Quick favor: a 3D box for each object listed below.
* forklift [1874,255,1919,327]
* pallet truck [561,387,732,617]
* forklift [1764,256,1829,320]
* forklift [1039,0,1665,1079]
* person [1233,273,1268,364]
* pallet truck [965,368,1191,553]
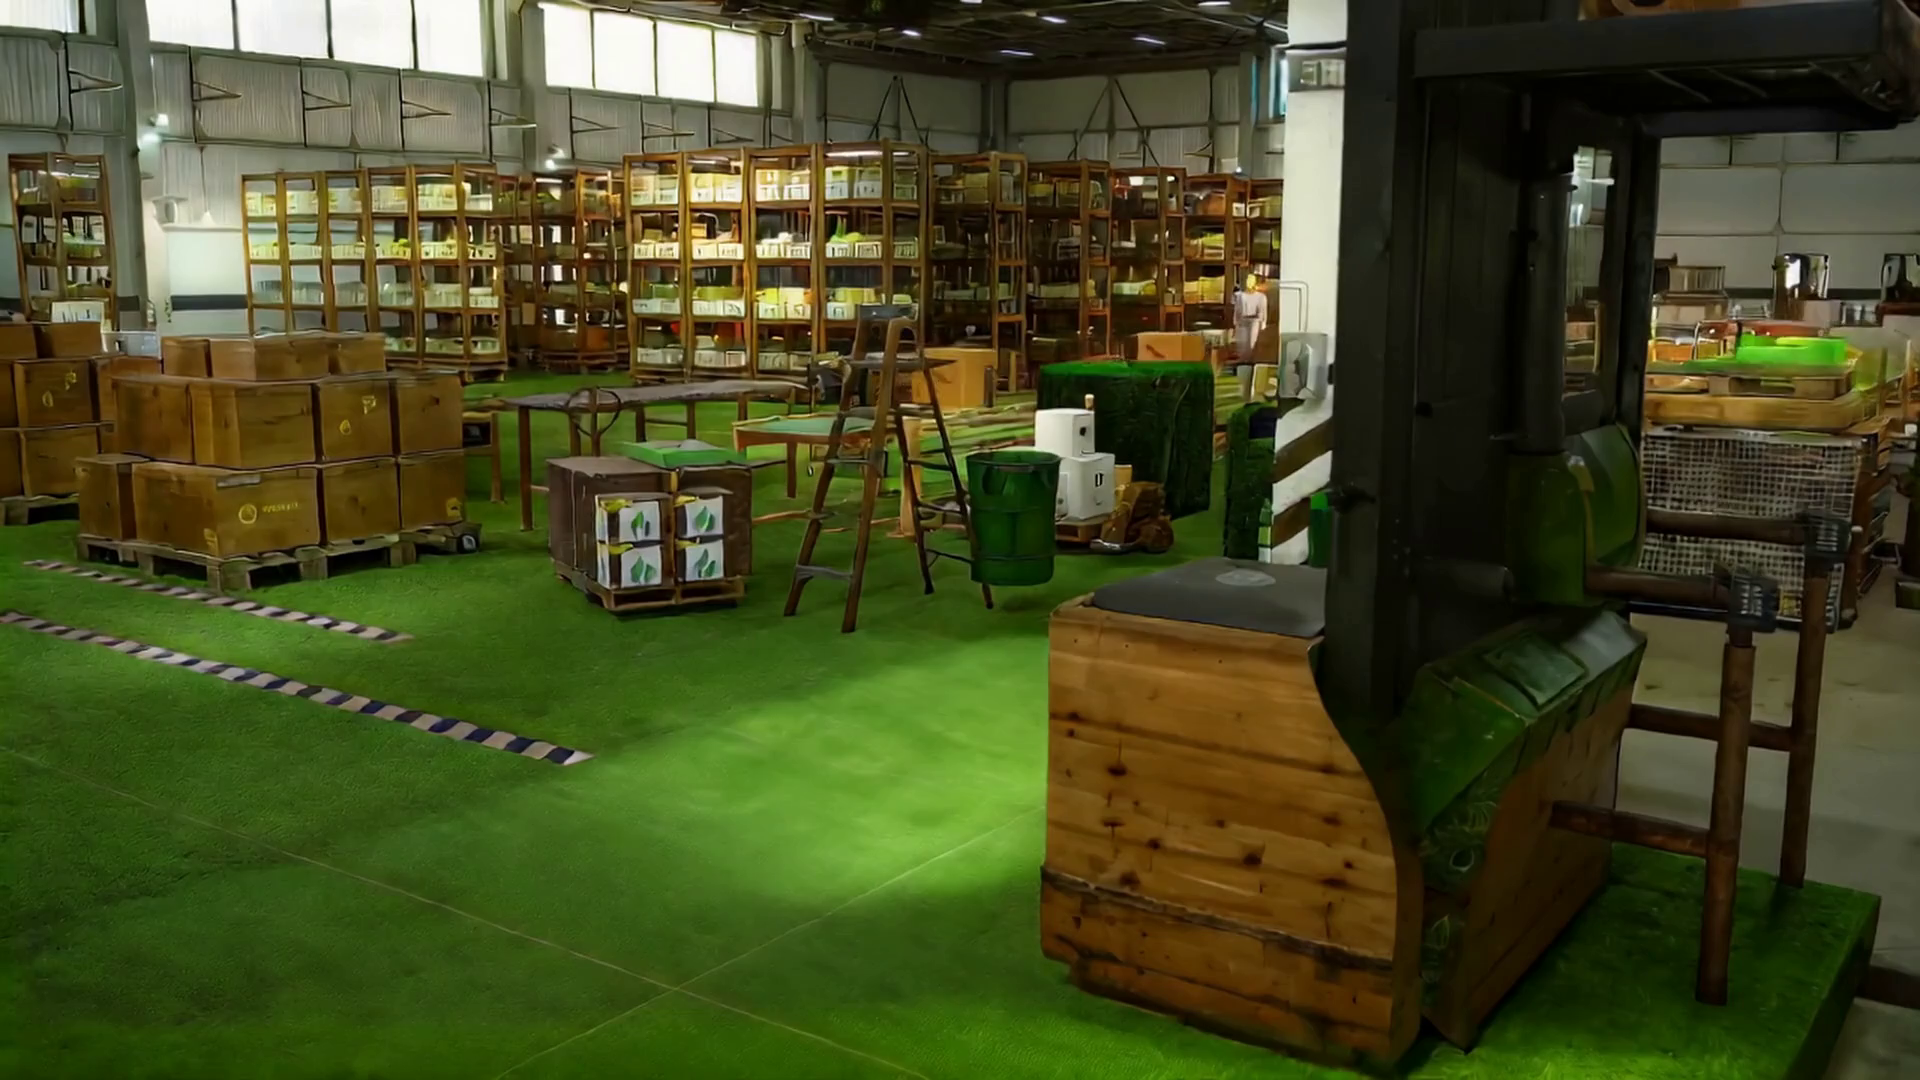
[{"bbox_3d":[22.089,-5.634,38.796,1.157,1.987,2.680,6,11,33],"label":"forklift"},{"bbox_3d":[-1.981,-0.274,10.088,0.680,1.201,1.601,-5,11,-28],"label":"pallet truck"},{"bbox_3d":[20.253,-5.854,40.139,1.157,1.987,2.680,7,12,35],"label":"forklift"},{"bbox_3d":[1.249,-0.137,4.360,1.873,2.768,1.129,7,12,35],"label":"forklift"},{"bbox_3d":[5.167,-3.834,29.571,0.611,1.807,0.634,4,10,23],"label":"person"},{"bbox_3d":[0.845,-0.609,11.869,1.630,1.274,0.653,7,12,35],"label":"pallet truck"}]
